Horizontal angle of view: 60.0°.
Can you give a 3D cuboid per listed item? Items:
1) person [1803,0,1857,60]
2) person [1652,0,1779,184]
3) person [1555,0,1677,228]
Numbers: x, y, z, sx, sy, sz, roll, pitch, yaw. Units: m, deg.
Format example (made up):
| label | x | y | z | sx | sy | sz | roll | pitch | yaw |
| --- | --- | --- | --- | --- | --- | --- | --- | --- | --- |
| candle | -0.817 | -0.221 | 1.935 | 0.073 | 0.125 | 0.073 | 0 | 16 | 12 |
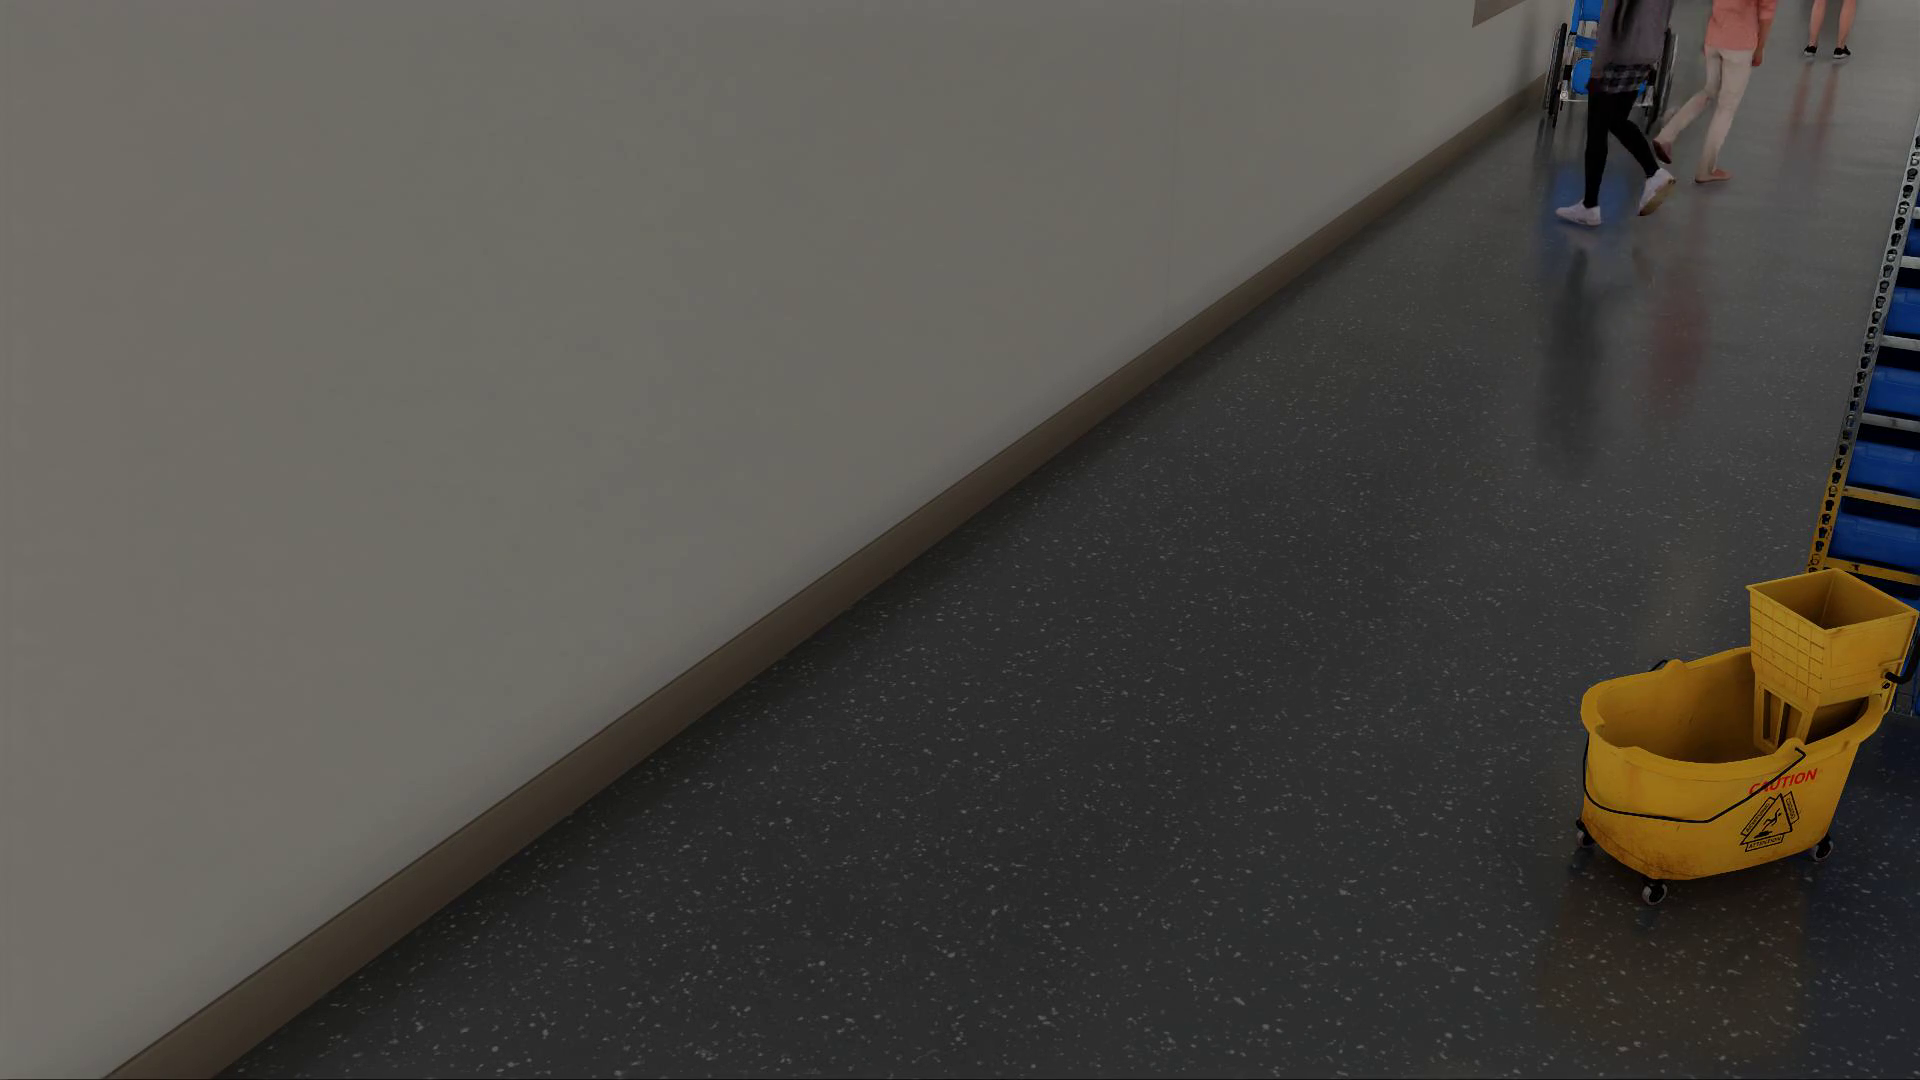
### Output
| label | x | y | z | sx | sy | sz | roll | pitch | yaw |
| --- | --- | --- | --- | --- | --- | --- | --- | --- | --- |
| person | 7.406 | -4.941 | 13.891 | 0.483 | 1.751 | 0.627 | 16 | 30 | 30 |
| person | 4.495 | -2.949 | 9.812 | 0.943 | 1.707 | 0.881 | -8 | 27 | -16 |
| person | 3.660 | -2.559 | 8.948 | 0.863 | 1.754 | 0.965 | -18 | 31 | -33 |
